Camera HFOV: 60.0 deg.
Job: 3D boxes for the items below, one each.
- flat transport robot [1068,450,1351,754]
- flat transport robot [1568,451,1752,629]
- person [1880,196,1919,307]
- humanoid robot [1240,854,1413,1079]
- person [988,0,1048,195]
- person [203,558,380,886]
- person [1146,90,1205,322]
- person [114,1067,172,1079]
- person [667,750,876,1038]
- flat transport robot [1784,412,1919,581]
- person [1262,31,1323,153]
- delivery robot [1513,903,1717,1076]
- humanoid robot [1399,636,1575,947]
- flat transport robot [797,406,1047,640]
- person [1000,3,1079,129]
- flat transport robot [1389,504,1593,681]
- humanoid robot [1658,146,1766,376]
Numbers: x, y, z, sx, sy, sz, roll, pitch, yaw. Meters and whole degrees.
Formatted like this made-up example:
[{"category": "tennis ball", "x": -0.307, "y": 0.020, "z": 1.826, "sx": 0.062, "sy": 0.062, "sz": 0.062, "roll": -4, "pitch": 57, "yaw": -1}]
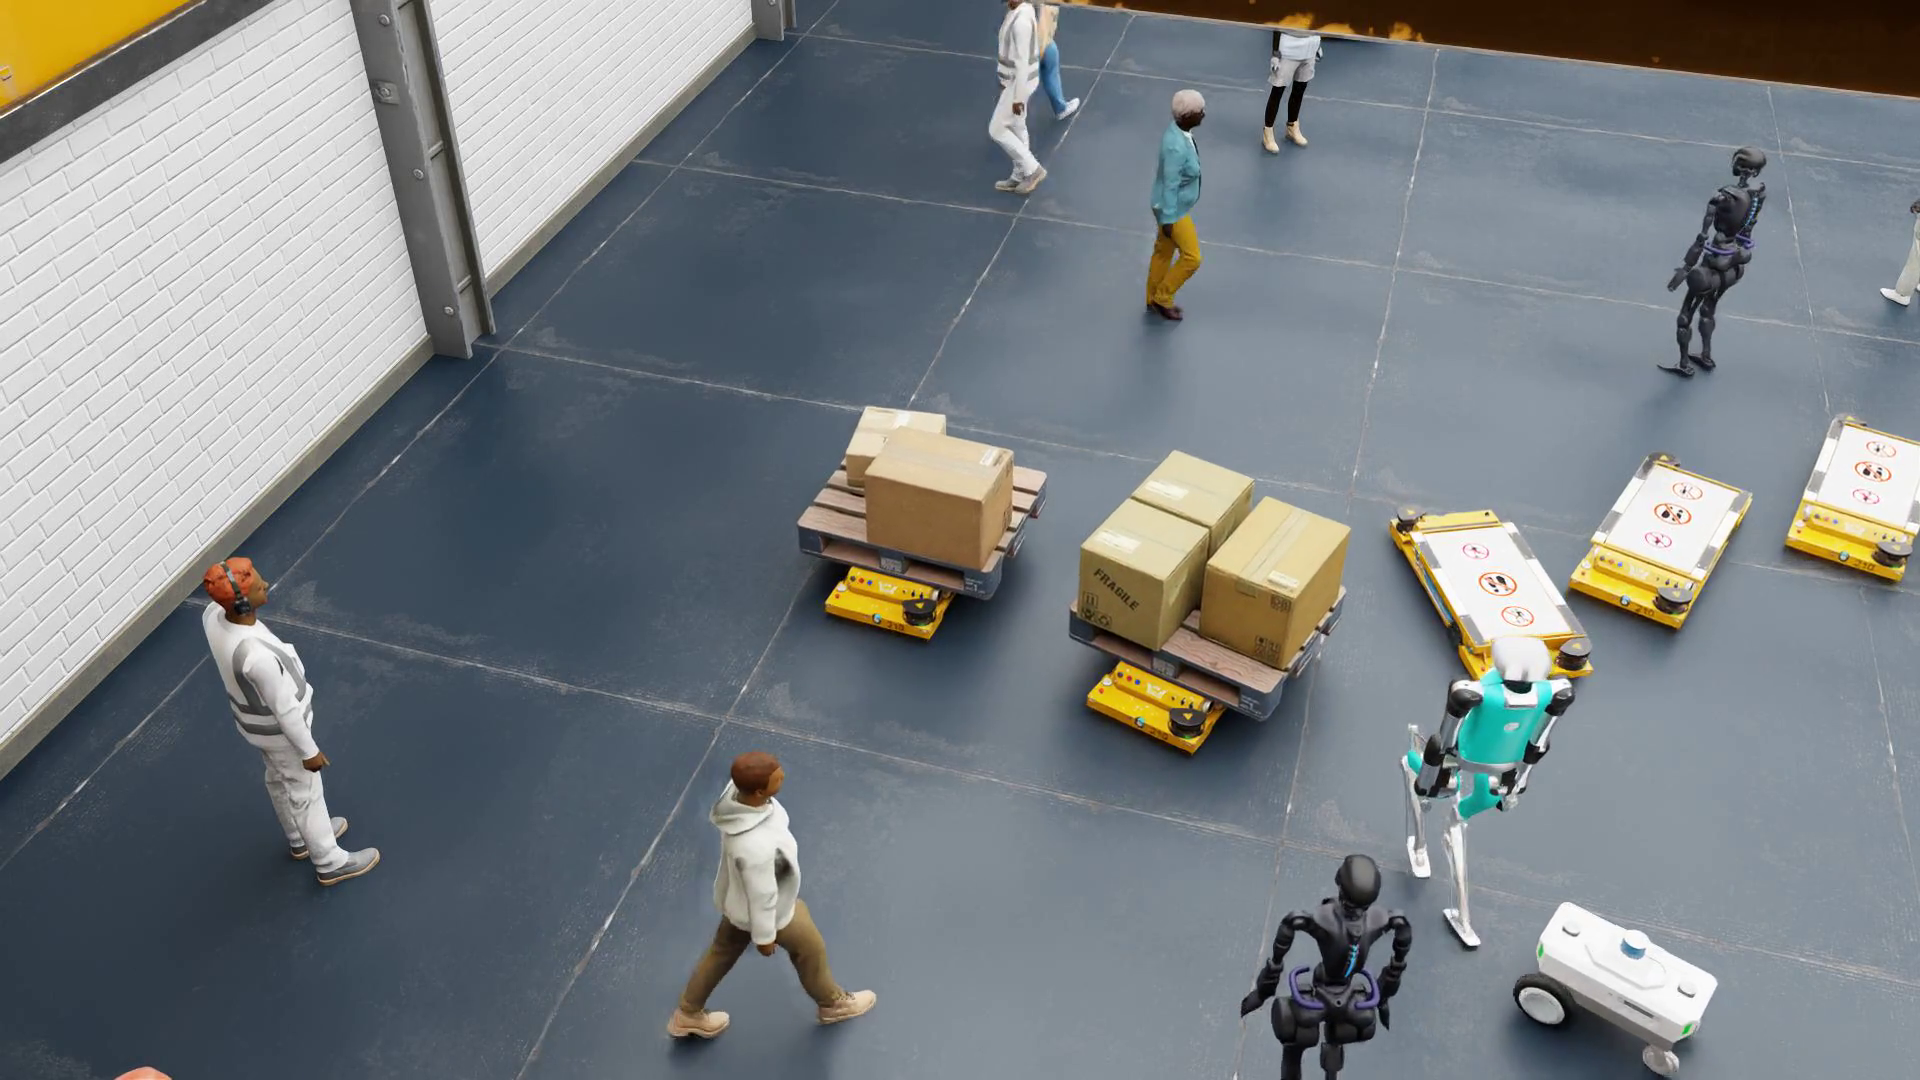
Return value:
[{"category": "flat transport robot", "x": 1.349, "y": 0.582, "z": 9.281, "sx": 0.659, "sy": 0.231, "sz": 1.431, "roll": 23, "pitch": 44, "yaw": 26}, {"category": "flat transport robot", "x": 4.256, "y": -0.028, "z": 10.039, "sx": 0.659, "sy": 0.231, "sz": 1.431, "roll": 24, "pitch": 45, "yaw": 27}, {"category": "person", "x": 7.102, "y": -2.440, "z": 11.945, "sx": 0.522, "sy": 1.636, "sz": 0.307, "roll": -7, "pitch": 39, "yaw": -8}, {"category": "humanoid robot", "x": 1.432, "y": 1.831, "z": 6.604, "sx": 0.601, "sy": 1.652, "sz": 0.327, "roll": -1, "pitch": 39, "yaw": -1}, {"category": "person", "x": 0.421, "y": -3.638, "z": 13.258, "sx": 0.426, "sy": 1.870, "sz": 0.585, "roll": 1, "pitch": 39, "yaw": 2}, {"category": "person", "x": -3.127, "y": 0.843, "z": 7.670, "sx": 0.356, "sy": 1.882, "sz": 0.572, "roll": -31, "pitch": 48, "yaw": -33}, {"category": "person", "x": 1.548, "y": -2.334, "z": 11.724, "sx": 0.430, "sy": 1.735, "sz": 0.561, "roll": 6, "pitch": 39, "yaw": 7}, {"category": "person", "x": -2.561, "y": 2.439, "z": 5.649, "sx": 0.545, "sy": 1.927, "sz": 0.381, "roll": 13, "pitch": 41, "yaw": 15}, {"category": "person", "x": -0.874, "y": 1.500, "z": 6.980, "sx": 0.912, "sy": 1.729, "sz": 0.530, "roll": -15, "pitch": 41, "yaw": -17}, {"category": "flat transport robot", "x": 5.654, "y": -0.297, "z": 10.373, "sx": 0.659, "sy": 0.231, "sz": 1.431, "roll": 22, "pitch": 44, "yaw": 25}, {"category": "person", "x": 2.826, "y": -4.095, "z": 13.956, "sx": 0.539, "sy": 1.695, "sz": 0.317, "roll": -17, "pitch": 42, "yaw": -20}, {"category": "delivery robot", "x": 2.898, "y": 1.947, "z": 7.366, "sx": 0.807, "sy": 0.609, "sz": 0.499, "roll": 26, "pitch": 46, "yaw": 29}, {"category": "humanoid robot", "x": 2.297, "y": 1.004, "z": 7.600, "sx": 0.551, "sy": 1.782, "sz": 0.871, "roll": -3, "pitch": 39, "yaw": -3}, {"category": "flat transport robot", "x": -0.217, "y": 0.018, "z": 9.982, "sx": 0.659, "sy": 0.231, "sz": 1.431, "roll": 14, "pitch": 41, "yaw": 17}, {"category": "person", "x": 0.671, "y": -4.334, "z": 14.267, "sx": 0.907, "sy": 1.671, "sz": 0.501, "roll": -28, "pitch": 46, "yaw": -30}, {"category": "flat transport robot", "x": 3.058, "y": 0.285, "z": 9.650, "sx": 0.659, "sy": 0.231, "sz": 1.431, "roll": -5, "pitch": 39, "yaw": -7}, {"category": "humanoid robot", "x": 5.090, "y": -1.867, "z": 11.200, "sx": 0.583, "sy": 1.644, "sz": 0.336, "roll": -20, "pitch": 43, "yaw": -23}]
